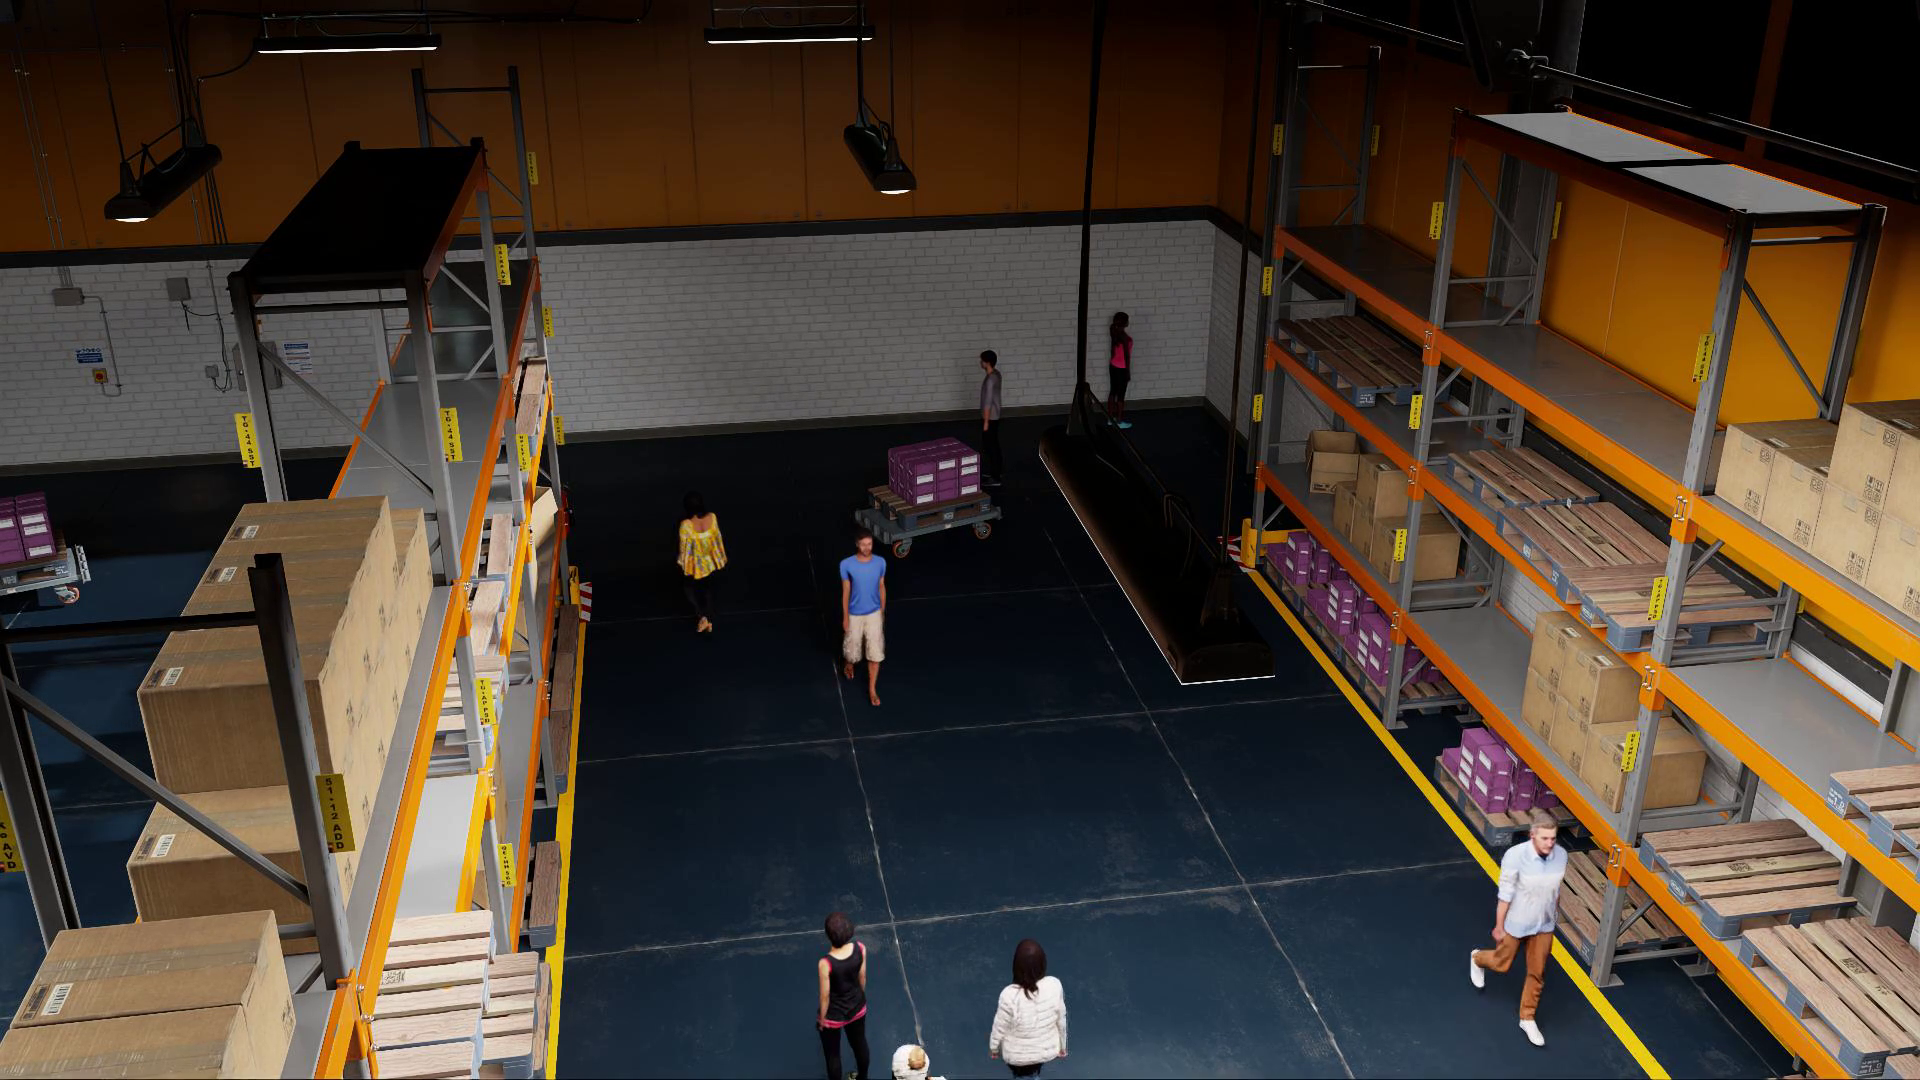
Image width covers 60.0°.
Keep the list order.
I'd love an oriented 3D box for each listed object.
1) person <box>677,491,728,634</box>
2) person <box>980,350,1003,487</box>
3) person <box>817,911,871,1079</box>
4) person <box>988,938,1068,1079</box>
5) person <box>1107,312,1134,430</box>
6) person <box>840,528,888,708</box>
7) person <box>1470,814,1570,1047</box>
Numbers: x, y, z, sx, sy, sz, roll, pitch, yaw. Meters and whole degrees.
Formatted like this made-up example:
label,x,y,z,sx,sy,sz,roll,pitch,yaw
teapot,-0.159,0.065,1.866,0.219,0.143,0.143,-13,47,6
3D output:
label,x,y,z,sx,sy,sz,roll,pitch,yaw
person,-2.782,0.279,17.996,0.867,1.647,0.913,-18,30,-36
person,0.421,-1.644,22.155,0.767,1.838,0.586,3,24,7
person,-0.800,3.205,11.419,0.620,1.553,0.636,-17,29,-33
person,0.493,3.380,10.930,0.725,1.625,0.798,-9,25,-20
person,2.317,-2.489,24.233,0.679,1.722,0.570,-11,26,-24
person,-0.993,0.715,16.742,0.695,1.852,0.964,-7,24,-15
person,4.103,2.739,12.173,0.690,1.804,1.051,-5,24,-11
